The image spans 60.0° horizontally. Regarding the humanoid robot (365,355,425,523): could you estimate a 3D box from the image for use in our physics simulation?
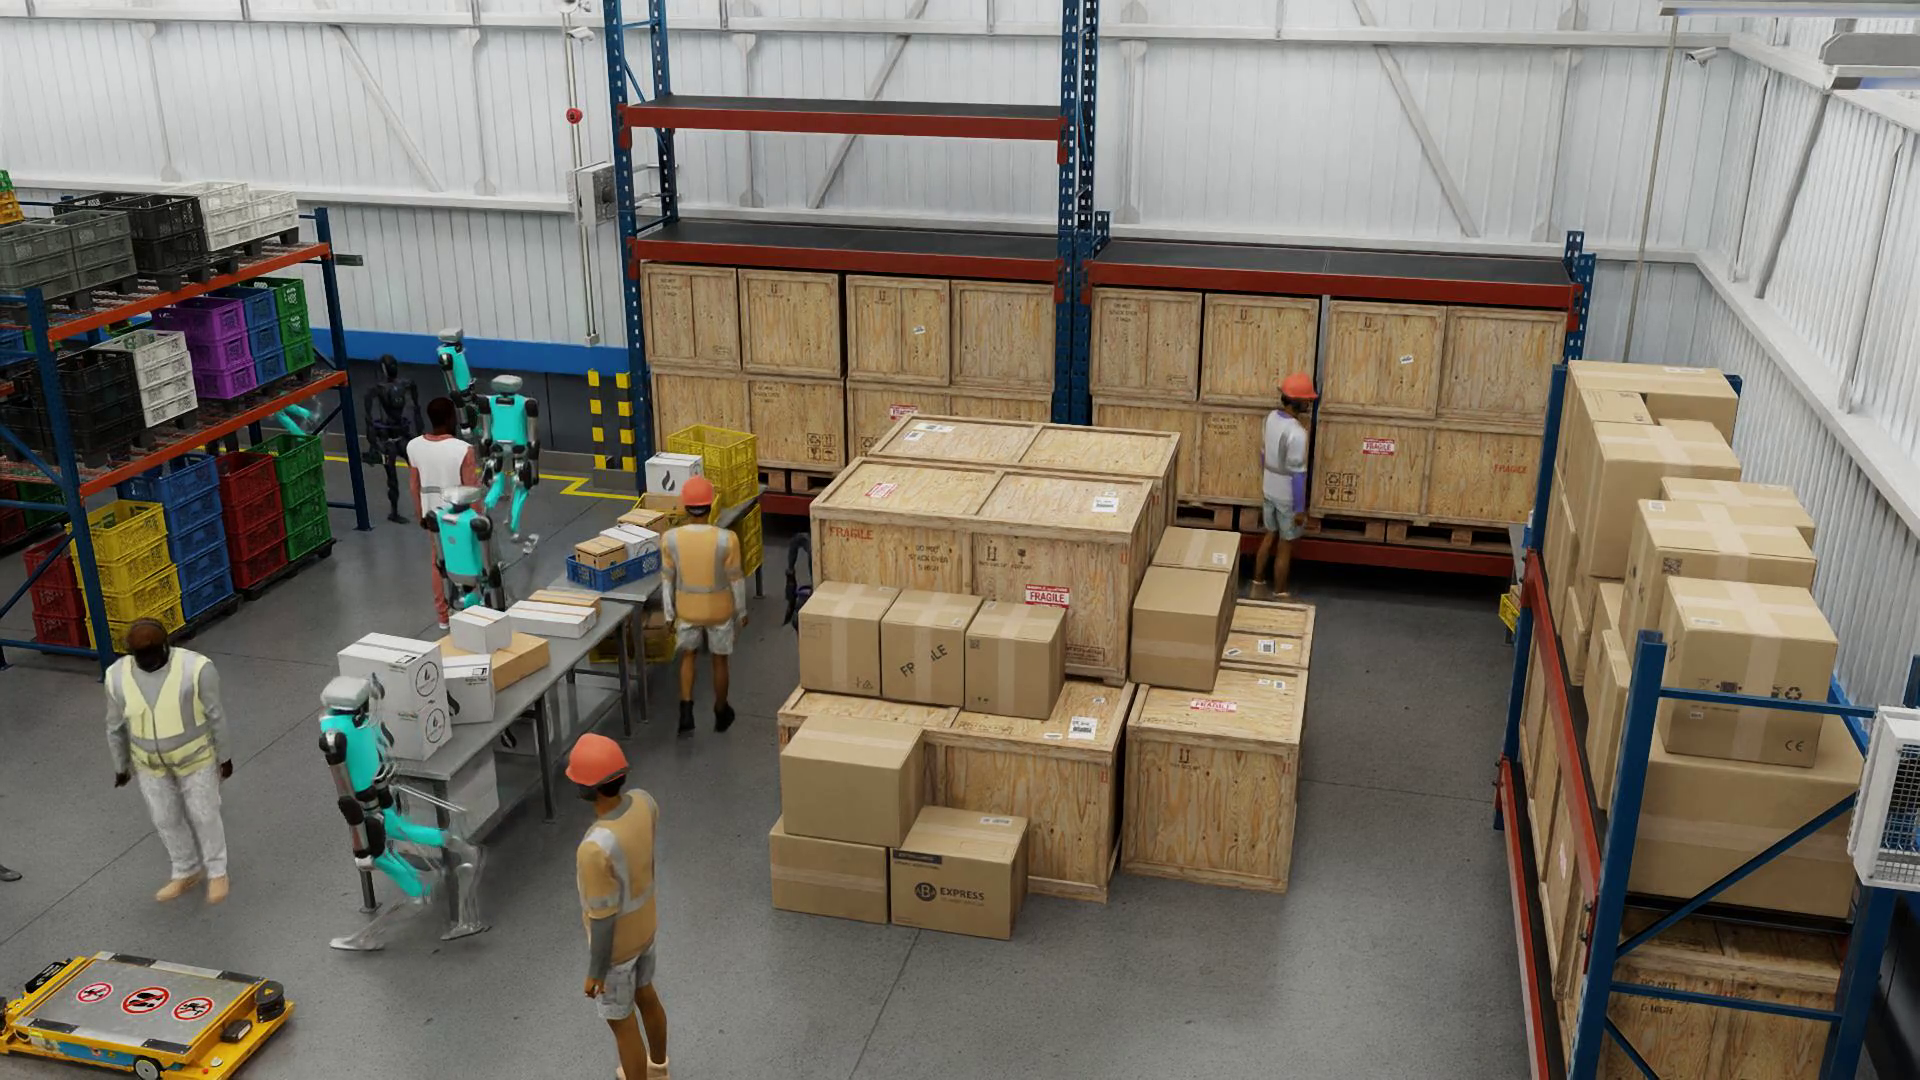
[{"bbox_3d":[-5.270,-0.943,15.551,0.461,1.638,0.611,19,28,41],"label":"humanoid robot"}]

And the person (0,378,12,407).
[{"bbox_3d":[-9.529,-1.285,16.218,0.561,1.826,0.473,-6,22,-15],"label":"person"}]

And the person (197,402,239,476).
[{"bbox_3d":[-7.566,-1.482,16.741,0.573,1.839,0.381,7,22,19],"label":"person"}]

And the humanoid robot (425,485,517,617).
[{"bbox_3d":[-3.333,0.360,12.086,0.540,1.794,0.919,10,23,24],"label":"humanoid robot"}]

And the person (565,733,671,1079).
[{"bbox_3d":[-1.610,1.833,7.770,0.381,2.039,0.613,5,21,13],"label":"person"}]

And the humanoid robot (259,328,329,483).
[{"bbox_3d":[-6.696,-1.419,16.697,0.839,1.751,0.552,-2,21,-4],"label":"humanoid robot"}]

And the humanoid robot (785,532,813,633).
[{"bbox_3d":[-0.974,0.498,11.768,0.610,1.654,0.315,7,22,17],"label":"humanoid robot"}]

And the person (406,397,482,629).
[{"bbox_3d":[-4.071,-0.194,13.246,0.589,1.916,0.390,6,22,15],"label":"person"}]

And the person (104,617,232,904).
[{"bbox_3d":[-4.534,1.268,9.568,0.652,1.819,0.433,-2,21,-5],"label":"person"}]

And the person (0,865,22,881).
[{"bbox_3d":[-5.817,1.271,9.627,0.326,1.764,0.524,7,22,17],"label":"person"}]

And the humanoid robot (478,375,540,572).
[{"bbox_3d":[-3.927,-0.492,14.315,0.538,1.736,1.028,2,21,6],"label":"humanoid robot"}]

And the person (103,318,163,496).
[{"bbox_3d":[-8.155,-1.353,16.365,0.504,1.861,0.332,-16,26,-36],"label":"person"}]

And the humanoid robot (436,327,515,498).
[{"bbox_3d":[-4.570,-1.211,16.145,0.843,1.749,0.559,-1,21,-3],"label":"humanoid robot"}]

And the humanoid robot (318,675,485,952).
[{"bbox_3d":[-2.965,1.549,9.018,1.045,1.764,0.552,-1,21,-2],"label":"humanoid robot"}]

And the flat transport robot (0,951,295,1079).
[{"bbox_3d":[-4.270,2.464,8.601,1.431,0.231,0.659,5,22,13],"label":"flat transport robot"}]

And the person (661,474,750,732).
[{"bbox_3d":[-1.751,0.463,11.508,0.562,1.927,0.493,2,21,5],"label":"person"}]

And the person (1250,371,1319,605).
[{"bbox_3d":[2.674,-0.385,13.578,0.392,2.041,0.613,-6,22,-16],"label":"person"}]
